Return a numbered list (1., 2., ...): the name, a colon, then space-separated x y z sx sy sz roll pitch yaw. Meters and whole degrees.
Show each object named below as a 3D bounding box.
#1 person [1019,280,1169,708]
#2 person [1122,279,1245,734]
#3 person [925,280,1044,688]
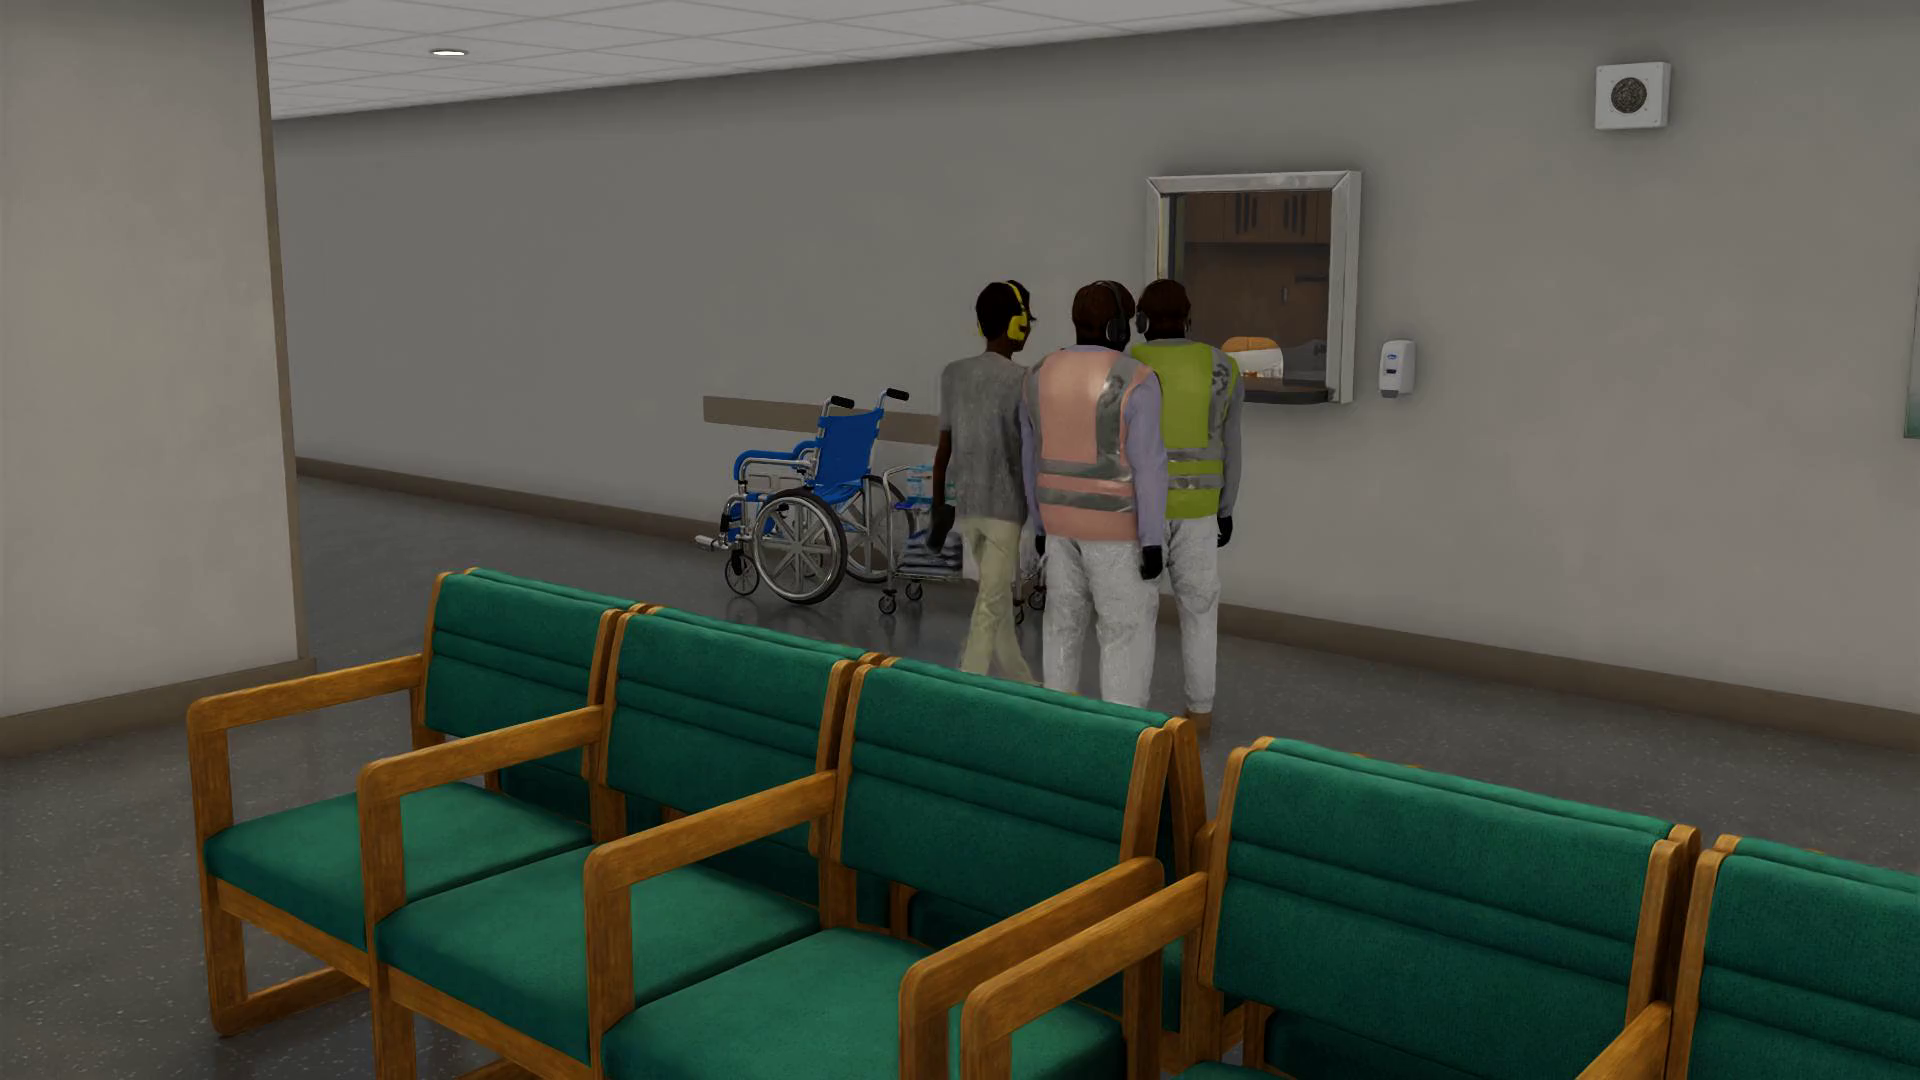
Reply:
1. person: 0.518 -0.039 6.210 0.630 1.842 0.429 9 13 42
2. person: 0.811 -0.116 6.665 0.621 1.838 0.429 -1 10 -8
3. person: 0.209 -0.092 6.570 0.537 1.818 0.881 9 14 43
